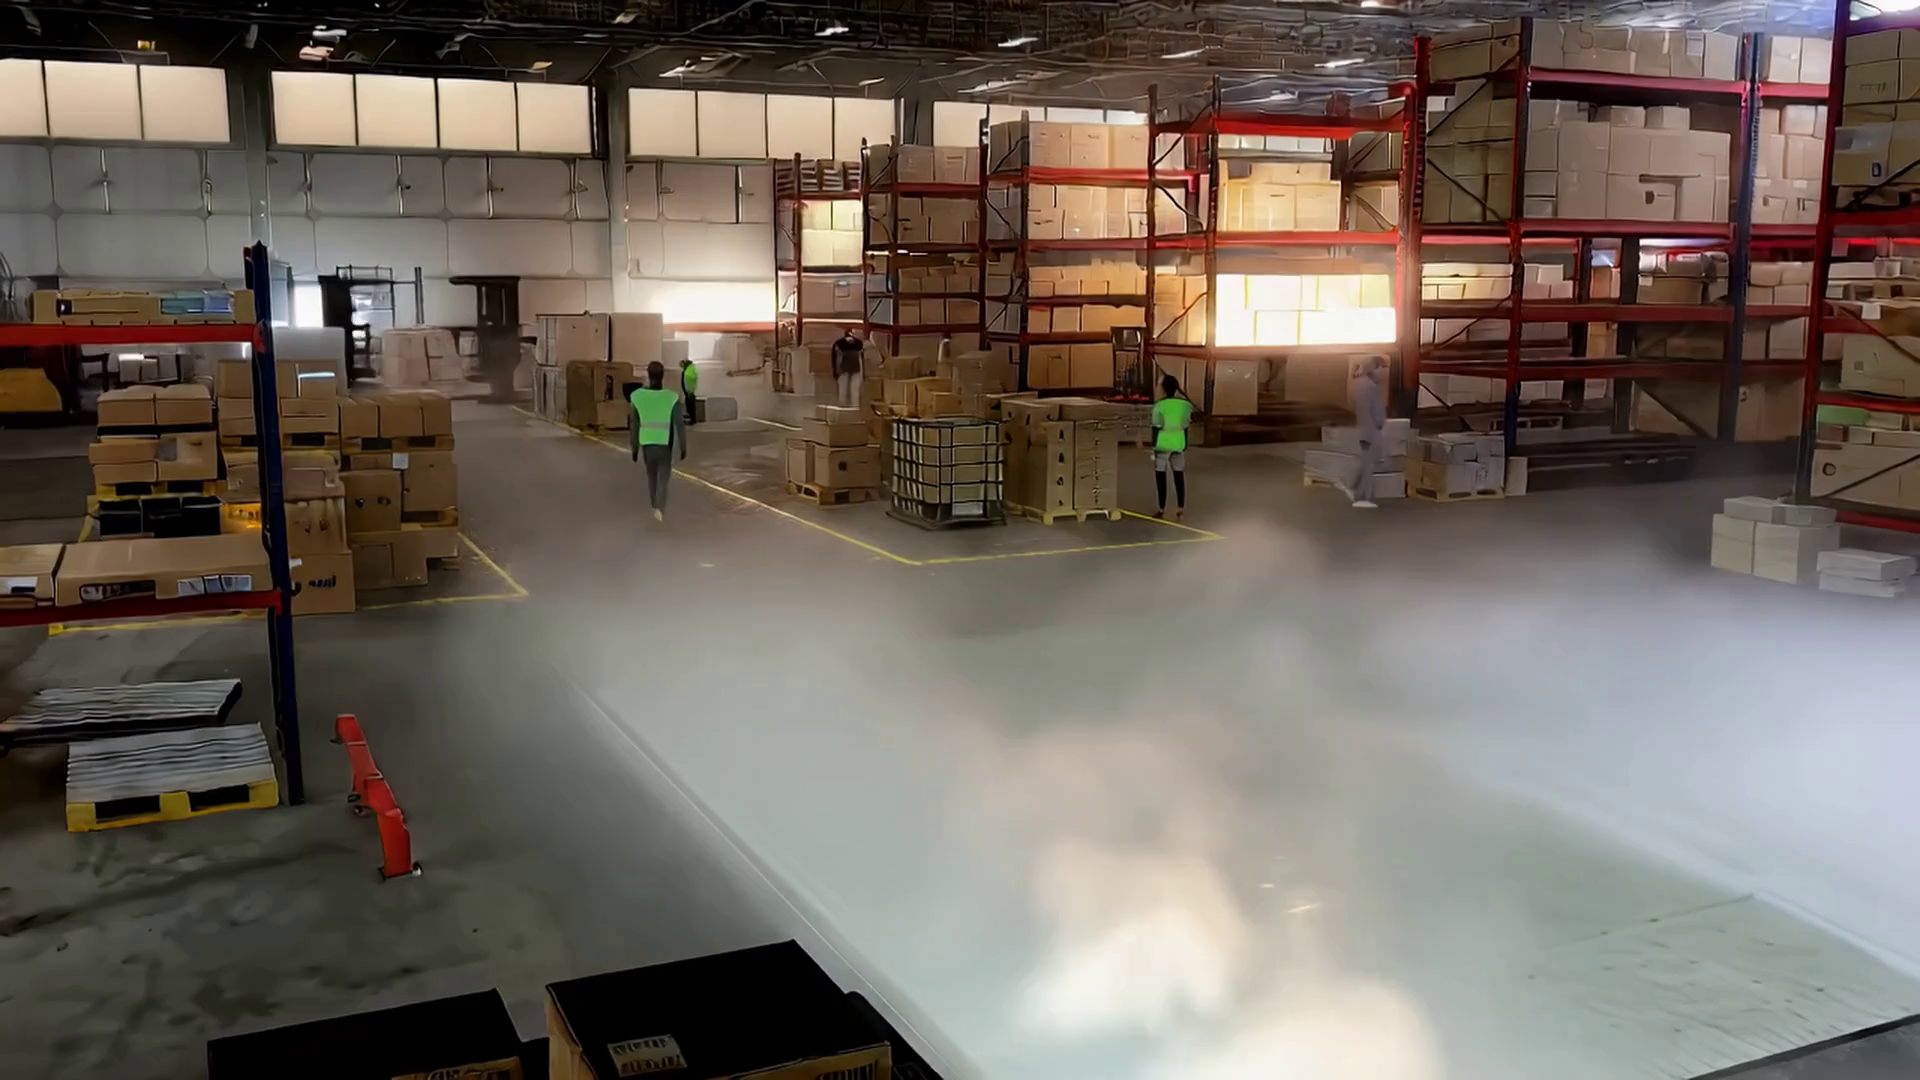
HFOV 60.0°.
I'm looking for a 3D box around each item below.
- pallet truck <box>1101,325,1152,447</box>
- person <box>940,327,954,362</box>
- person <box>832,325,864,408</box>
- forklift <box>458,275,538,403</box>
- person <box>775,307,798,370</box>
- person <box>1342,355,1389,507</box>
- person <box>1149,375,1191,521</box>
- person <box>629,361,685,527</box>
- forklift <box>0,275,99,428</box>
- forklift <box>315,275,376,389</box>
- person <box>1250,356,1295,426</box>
[{"bbox_3d":[2.881,-2.596,27.923,0.823,1.965,1.885,-1,9,-7],"label":"pallet truck"},{"bbox_3d":[-0.294,-4.135,38.600,0.360,1.624,0.541,-3,10,-17],"label":"person"},{"bbox_3d":[-2.139,-3.134,31.596,0.640,1.906,0.969,-3,10,-16],"label":"person"},{"bbox_3d":[-10.096,-4.492,36.958,1.873,2.768,1.129,-8,12,-41],"label":"forklift"},{"bbox_3d":[-4.508,-5.068,43.269,0.622,1.993,0.382,3,10,18],"label":"person"},{"bbox_3d":[5.025,-1.334,20.459,0.438,1.884,0.710,3,10,16],"label":"person"},{"bbox_3d":[2.437,-1.068,19.369,0.534,1.700,0.318,-5,10,-26],"label":"person"},{"bbox_3d":[-3.460,-1.103,19.023,0.602,1.888,0.910,0,9,0],"label":"person"},{"bbox_3d":[-17.011,-3.559,31.168,1.873,2.768,1.129,-4,10,-25],"label":"forklift"},{"bbox_3d":[-15.351,-5.070,40.541,1.873,2.768,1.129,-4,10,-25],"label":"forklift"},{"bbox_3d":[5.905,-3.084,31.245,1.024,1.913,0.623,-6,11,-31],"label":"person"}]
